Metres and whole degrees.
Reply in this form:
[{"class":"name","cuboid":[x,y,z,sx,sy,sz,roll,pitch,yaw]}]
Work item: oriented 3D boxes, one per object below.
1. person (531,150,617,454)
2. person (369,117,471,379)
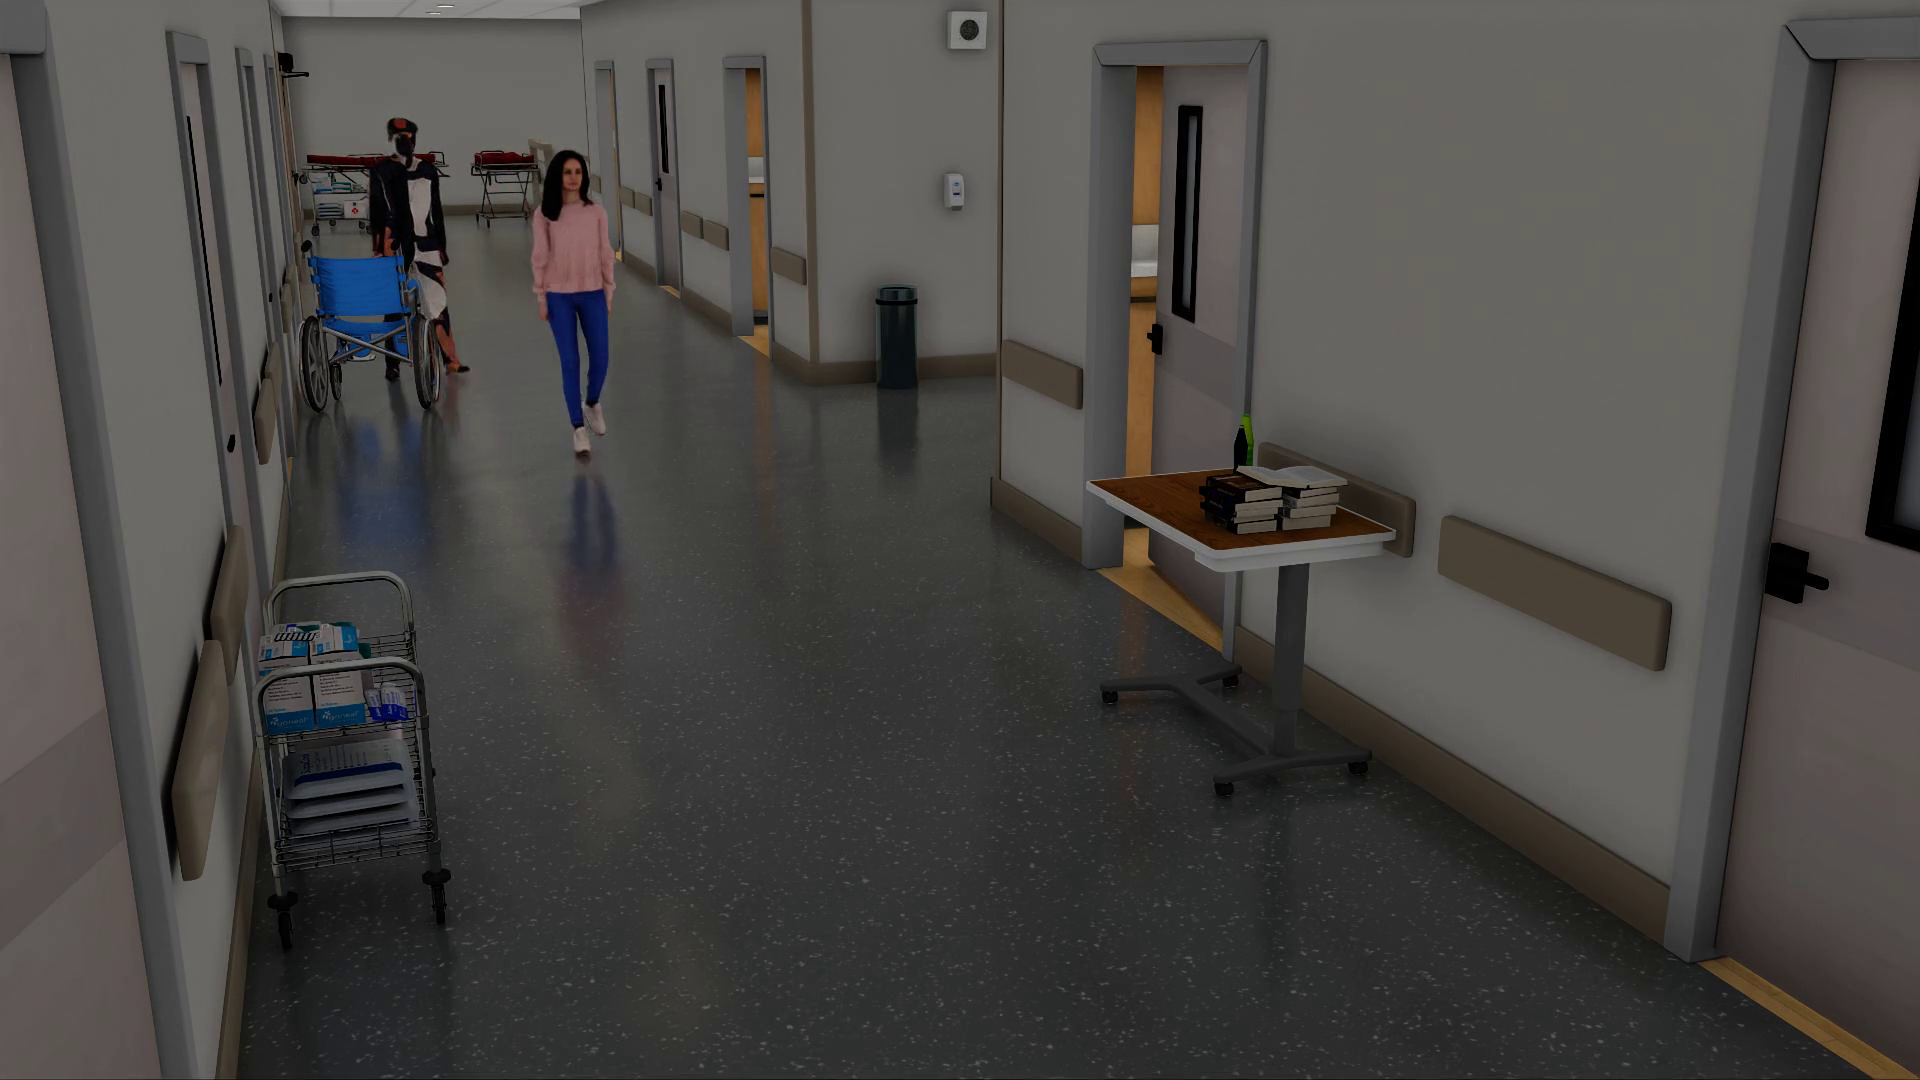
[{"class":"person","cuboid":[-2.295,-1.407,9.844,0.648,1.755,0.693,-5,17,-18]},{"class":"person","cuboid":[-4.033,-2.117,12.131,0.818,1.880,0.754,-9,18,-29]}]
